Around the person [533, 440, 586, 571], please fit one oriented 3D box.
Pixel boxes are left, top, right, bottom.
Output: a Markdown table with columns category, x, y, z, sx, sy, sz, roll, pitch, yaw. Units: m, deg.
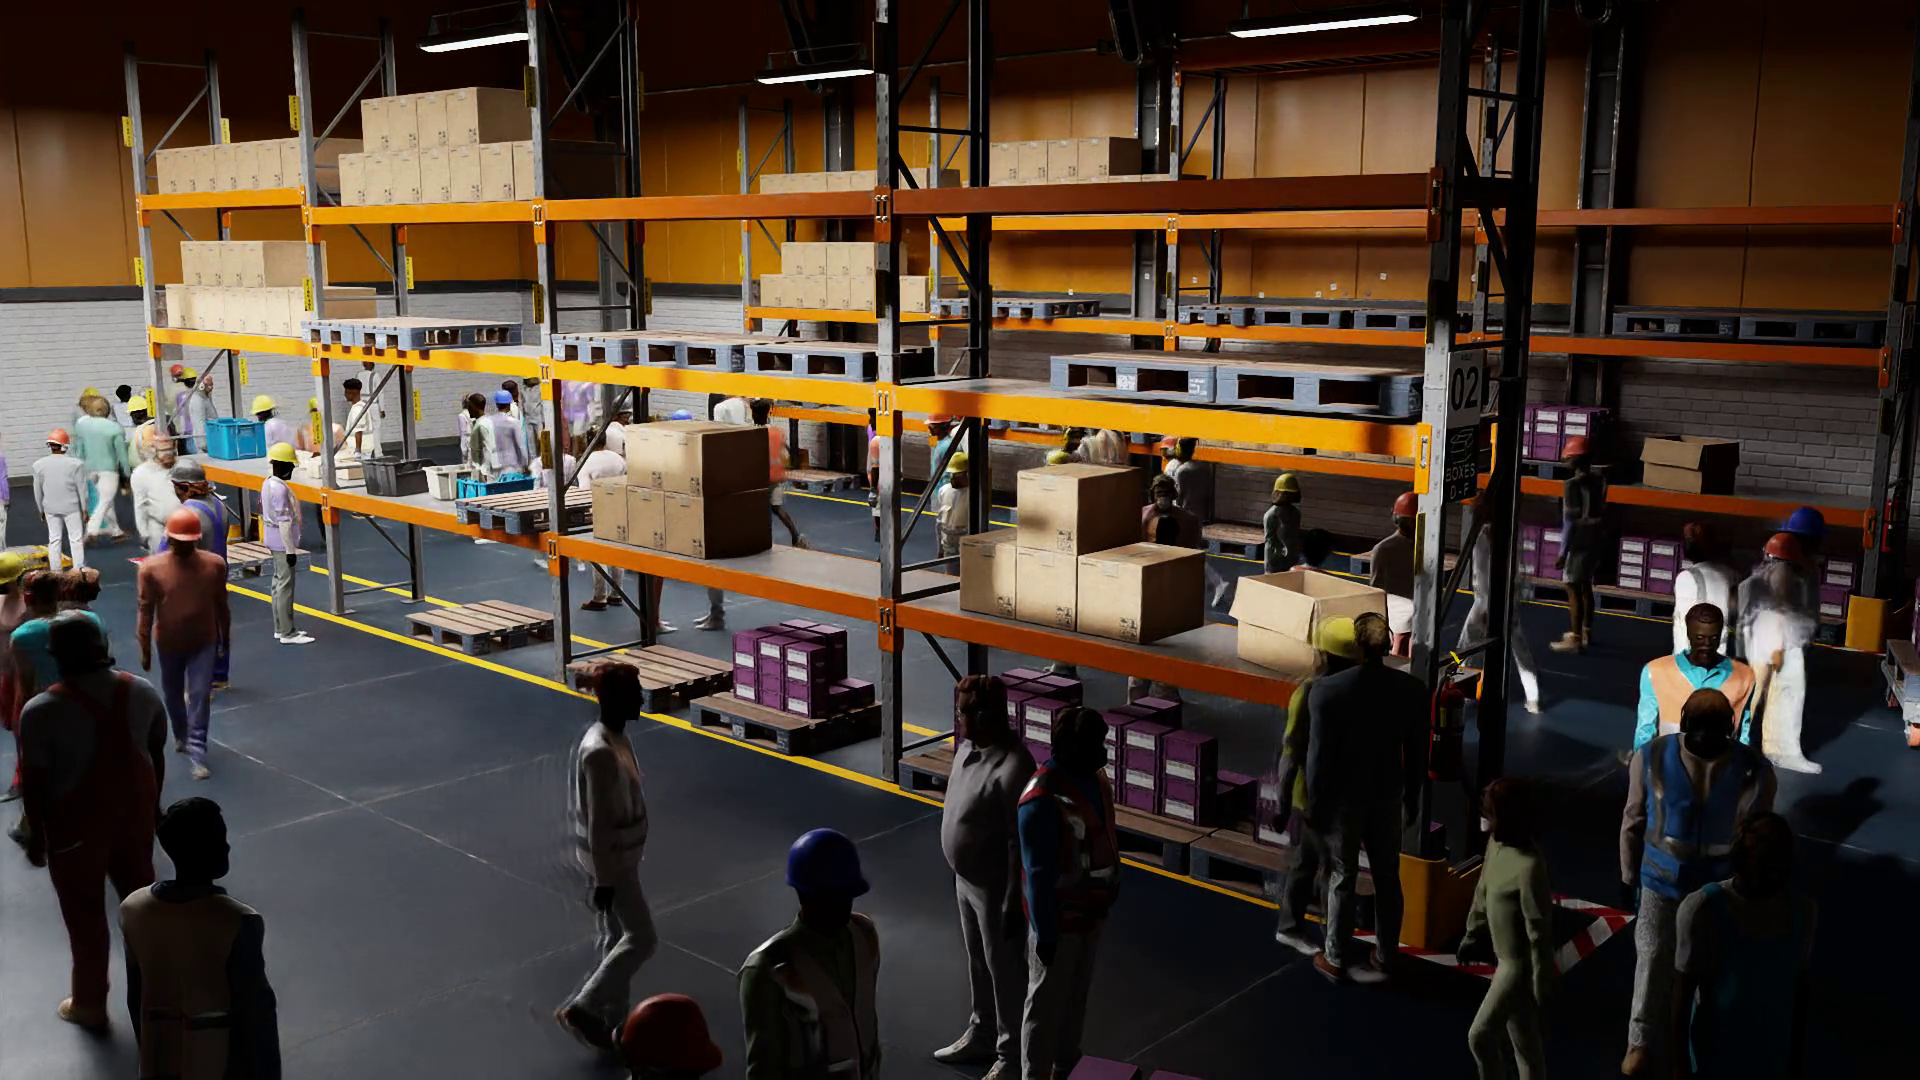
| category | x | y | z | sx | sy | sz | roll | pitch | yaw |
| --- | --- | --- | --- | --- | --- | --- | --- | --- | --- |
| person | -4.699 | -0.439 | 19.425 | 0.560 | 1.614 | 0.534 | -4 | 11 | -24 |

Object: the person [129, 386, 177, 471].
| category | x | y | z | sx | sy | sz | roll | pitch | yaw |
| --- | --- | --- | --- | --- | --- | --- | --- | --- | --- |
| person | -10.159 | -0.928 | 20.938 | 0.689 | 2.000 | 0.537 | 10 | 14 | 43 |

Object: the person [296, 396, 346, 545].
| category | x | y | z | sx | sy | sz | roll | pitch | yaw |
| --- | --- | --- | --- | --- | --- | --- | --- | --- | --- |
| person | -8.039 | -0.859 | 20.975 | 0.596 | 1.896 | 0.542 | -2 | 10 | -13 |

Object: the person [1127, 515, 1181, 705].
| category | x | y | z | sx | sy | sz | roll | pitch | yaw |
| --- | --- | --- | --- | --- | --- | --- | --- | --- | --- |
| person | 1.460 | 0.722 | 12.218 | 0.634 | 1.831 | 0.429 | 9 | 14 | 42 |

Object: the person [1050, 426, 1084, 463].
| category | x | y | z | sx | sy | sz | roll | pitch | yaw |
| --- | --- | --- | --- | --- | --- | --- | --- | --- | --- |
| person | 1.118 | -0.369 | 18.325 | 0.541 | 1.846 | 0.486 | -10 | 14 | -44 |

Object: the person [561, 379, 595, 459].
| category | x | y | z | sx | sy | sz | roll | pitch | yaw |
| --- | --- | --- | --- | --- | --- | --- | --- | --- | --- |
| person | -6.312 | -2.030 | 27.362 | 0.616 | 1.983 | 1.108 | 3 | 10 | 15 |

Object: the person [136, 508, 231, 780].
| category | x | y | z | sx | sy | sz | roll | pitch | yaw |
| --- | --- | --- | --- | --- | --- | --- | --- | --- | --- |
| person | -5.630 | 0.696 | 12.053 | 0.640 | 1.948 | 0.933 | -6 | 12 | -32 |

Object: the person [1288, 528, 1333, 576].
| category | x | y | z | sx | sy | sz | roll | pitch | yaw |
| --- | --- | --- | --- | --- | --- | --- | --- | --- | --- |
| person | 2.637 | 0.743 | 12.485 | 0.365 | 1.689 | 0.541 | -4 | 11 | -23 |

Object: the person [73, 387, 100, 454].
| category | x | y | z | sx | sy | sz | roll | pitch | yaw |
| --- | --- | --- | --- | --- | --- | --- | --- | --- | --- |
| person | -12.779 | -1.405 | 24.588 | 0.849 | 1.699 | 0.495 | 5 | 11 | 25 |

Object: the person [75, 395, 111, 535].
| category | x | y | z | sx | sy | sz | roll | pitch | yaw |
| --- | --- | --- | --- | --- | --- | --- | --- | --- | --- |
| person | -11.381 | -0.984 | 21.835 | 0.510 | 1.839 | 0.337 | 8 | 13 | 38 |

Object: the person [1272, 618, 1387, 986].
| category | x | y | z | sx | sy | sz | roll | pitch | yaw |
| --- | --- | --- | --- | --- | --- | --- | --- | --- | --- |
| person | 1.980 | 1.327 | 8.613 | 0.855 | 1.888 | 0.601 | 9 | 13 | 40 |

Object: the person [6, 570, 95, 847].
| category | x | y | z | sx | sy | sz | roll | pitch | yaw |
| --- | --- | --- | --- | --- | --- | --- | --- | --- | --- |
| person | -5.625 | 1.071 | 10.312 | 0.943 | 1.800 | 0.588 | 6 | 12 | 31 |

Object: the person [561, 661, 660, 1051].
| category | x | y | z | sx | sy | sz | roll | pitch | yaw |
| --- | --- | --- | --- | --- | --- | --- | --- | --- | --- |
| person | -1.587 | 1.485 | 7.771 | 0.407 | 1.870 | 0.617 | -1 | 10 | -6 |

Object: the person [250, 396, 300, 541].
| category | x | y | z | sx | sy | sz | roll | pitch | yaw |
| --- | --- | --- | --- | --- | --- | --- | --- | --- | --- |
| person | -8.766 | -0.892 | 21.143 | 0.632 | 1.891 | 0.692 | 0 | 10 | 2 |

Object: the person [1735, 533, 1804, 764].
| category | x | y | z | sx | sy | sz | roll | pitch | yaw |
| --- | --- | --- | --- | --- | --- | --- | --- | --- | --- |
| person | 5.851 | 0.804 | 11.982 | 0.566 | 1.743 | 0.347 | -3 | 10 | -16 |

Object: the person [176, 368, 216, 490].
| category | x | y | z | sx | sy | sz | roll | pitch | yaw |
| --- | --- | --- | --- | --- | --- | --- | --- | --- | --- |
| person | -11.781 | -1.692 | 25.606 | 0.390 | 1.918 | 0.588 | 6 | 12 | 30 |

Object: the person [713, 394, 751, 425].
| category | x | y | z | sx | sy | sz | roll | pitch | yaw |
| --- | --- | --- | --- | --- | --- | --- | --- | --- | --- |
| person | -3.307 | -1.362 | 23.783 | 0.952 | 1.908 | 0.616 | 7 | 12 | 35 |

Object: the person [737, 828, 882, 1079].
| category | x | y | z | sx | sy | sz | roll | pitch | yaw |
| --- | --- | --- | --- | --- | --- | --- | --- | --- | --- |
| person | -0.450 | 1.866 | 5.399 | 0.389 | 1.949 | 0.603 | 7 | 12 | 35 |

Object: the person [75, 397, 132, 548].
| category | x | y | z | sx | sy | sz | roll | pitch | yaw |
| --- | --- | --- | --- | --- | --- | --- | --- | --- | --- |
| person | -10.822 | -0.842 | 20.913 | 0.660 | 1.900 | 0.945 | 2 | 10 | 10 |

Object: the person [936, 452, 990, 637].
| category | x | y | z | sx | sy | sz | roll | pitch | yaw |
| --- | --- | --- | --- | --- | --- | --- | --- | --- | --- |
| person | 0.018 | 0.060 | 15.980 | 0.586 | 1.824 | 0.404 | 6 | 12 | 30 |

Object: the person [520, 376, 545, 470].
| category | x | y | z | sx | sy | sz | roll | pitch | yaw |
| --- | --- | --- | --- | --- | --- | --- | --- | --- | --- |
| person | -7.198 | -2.027 | 28.027 | 0.495 | 1.728 | 0.325 | 3 | 11 | 18 |

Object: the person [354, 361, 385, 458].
| category | x | y | z | sx | sy | sz | roll | pitch | yaw |
| --- | --- | --- | --- | --- | --- | --- | --- | --- | --- |
| person | -10.343 | -2.313 | 29.213 | 0.584 | 1.882 | 0.346 | 4 | 11 | 22 |

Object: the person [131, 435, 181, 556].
| category | x | y | z | sx | sy | sz | roll | pitch | yaw |
| --- | --- | --- | --- | --- | --- | --- | --- | --- | --- |
| person | -7.969 | -0.116 | 16.776 | 0.641 | 1.891 | 0.510 | -9 | 13 | -40 |

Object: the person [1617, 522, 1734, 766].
| category | x | y | z | sx | sy | sz | roll | pitch | yaw |
| --- | --- | --- | --- | --- | --- | --- | --- | --- | --- |
| person | 5.119 | 0.779 | 11.808 | 0.573 | 1.853 | 0.846 | -5 | 11 | -26 |

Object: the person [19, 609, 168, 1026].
| category | x | y | z | sx | sy | sz | roll | pitch | yaw |
| --- | --- | --- | --- | --- | --- | --- | --- | --- | --- |
| person | -4.282 | 1.322 | 8.216 | 0.537 | 2.000 | 0.698 | 6 | 12 | 30 |

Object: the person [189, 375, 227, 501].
| category | x | y | z | sx | sy | sz | roll | pitch | yaw |
| --- | --- | --- | --- | --- | --- | --- | --- | --- | --- |
| person | -11.111 | -1.489 | 24.544 | 0.401 | 1.894 | 0.651 | -4 | 11 | -19 |

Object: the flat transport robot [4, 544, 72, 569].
| category | x | y | z | sx | sy | sz | roll | pitch | yaw |
| --- | --- | --- | --- | --- | --- | --- | --- | --- | --- |
| flat transport robot | -11.174 | 0.246 | 19.300 | 1.431 | 0.197 | 0.652 | -8 | 13 | -39 |

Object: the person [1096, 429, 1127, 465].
| category | x | y | z | sx | sy | sz | roll | pitch | yaw |
| --- | --- | --- | --- | --- | --- | --- | --- | --- | --- |
| person | 1.842 | -0.712 | 20.034 | 0.363 | 1.927 | 0.586 | 6 | 11 | 29 |

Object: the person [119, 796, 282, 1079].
| category | x | y | z | sx | sy | sz | roll | pitch | yaw |
| --- | --- | --- | --- | --- | --- | --- | --- | --- | --- |
| person | -2.597 | 1.819 | 5.744 | 0.591 | 1.922 | 0.392 | 3 | 11 | 19 |

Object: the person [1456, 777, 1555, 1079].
| category | x | y | z | sx | sy | sz | roll | pitch | yaw |
| --- | --- | --- | --- | --- | --- | --- | --- | --- | --- |
| person | 2.241 | 1.764 | 6.917 | 0.572 | 1.612 | 0.515 | 1 | 10 | 5 |

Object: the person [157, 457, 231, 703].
| category | x | y | z | sx | sy | sz | roll | pitch | yaw |
| --- | --- | --- | --- | --- | --- | --- | --- | --- | --- |
| person | -6.399 | 0.325 | 13.853 | 0.537 | 2.000 | 0.682 | 0 | 10 | 2 |

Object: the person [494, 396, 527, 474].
| category | x | y | z | sx | sy | sz | roll | pitch | yaw |
| --- | --- | --- | --- | --- | --- | --- | --- | --- | --- |
| person | -6.404 | -1.282 | 23.790 | 0.574 | 1.740 | 0.348 | 5 | 11 | 28 |

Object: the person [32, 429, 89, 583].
| category | x | y | z | sx | sy | sz | roll | pitch | yaw |
| --- | --- | --- | --- | --- | --- | --- | --- | --- | --- |
| person | -10.019 | -0.370 | 18.594 | 0.564 | 1.751 | 0.342 | -1 | 10 | -5 |
